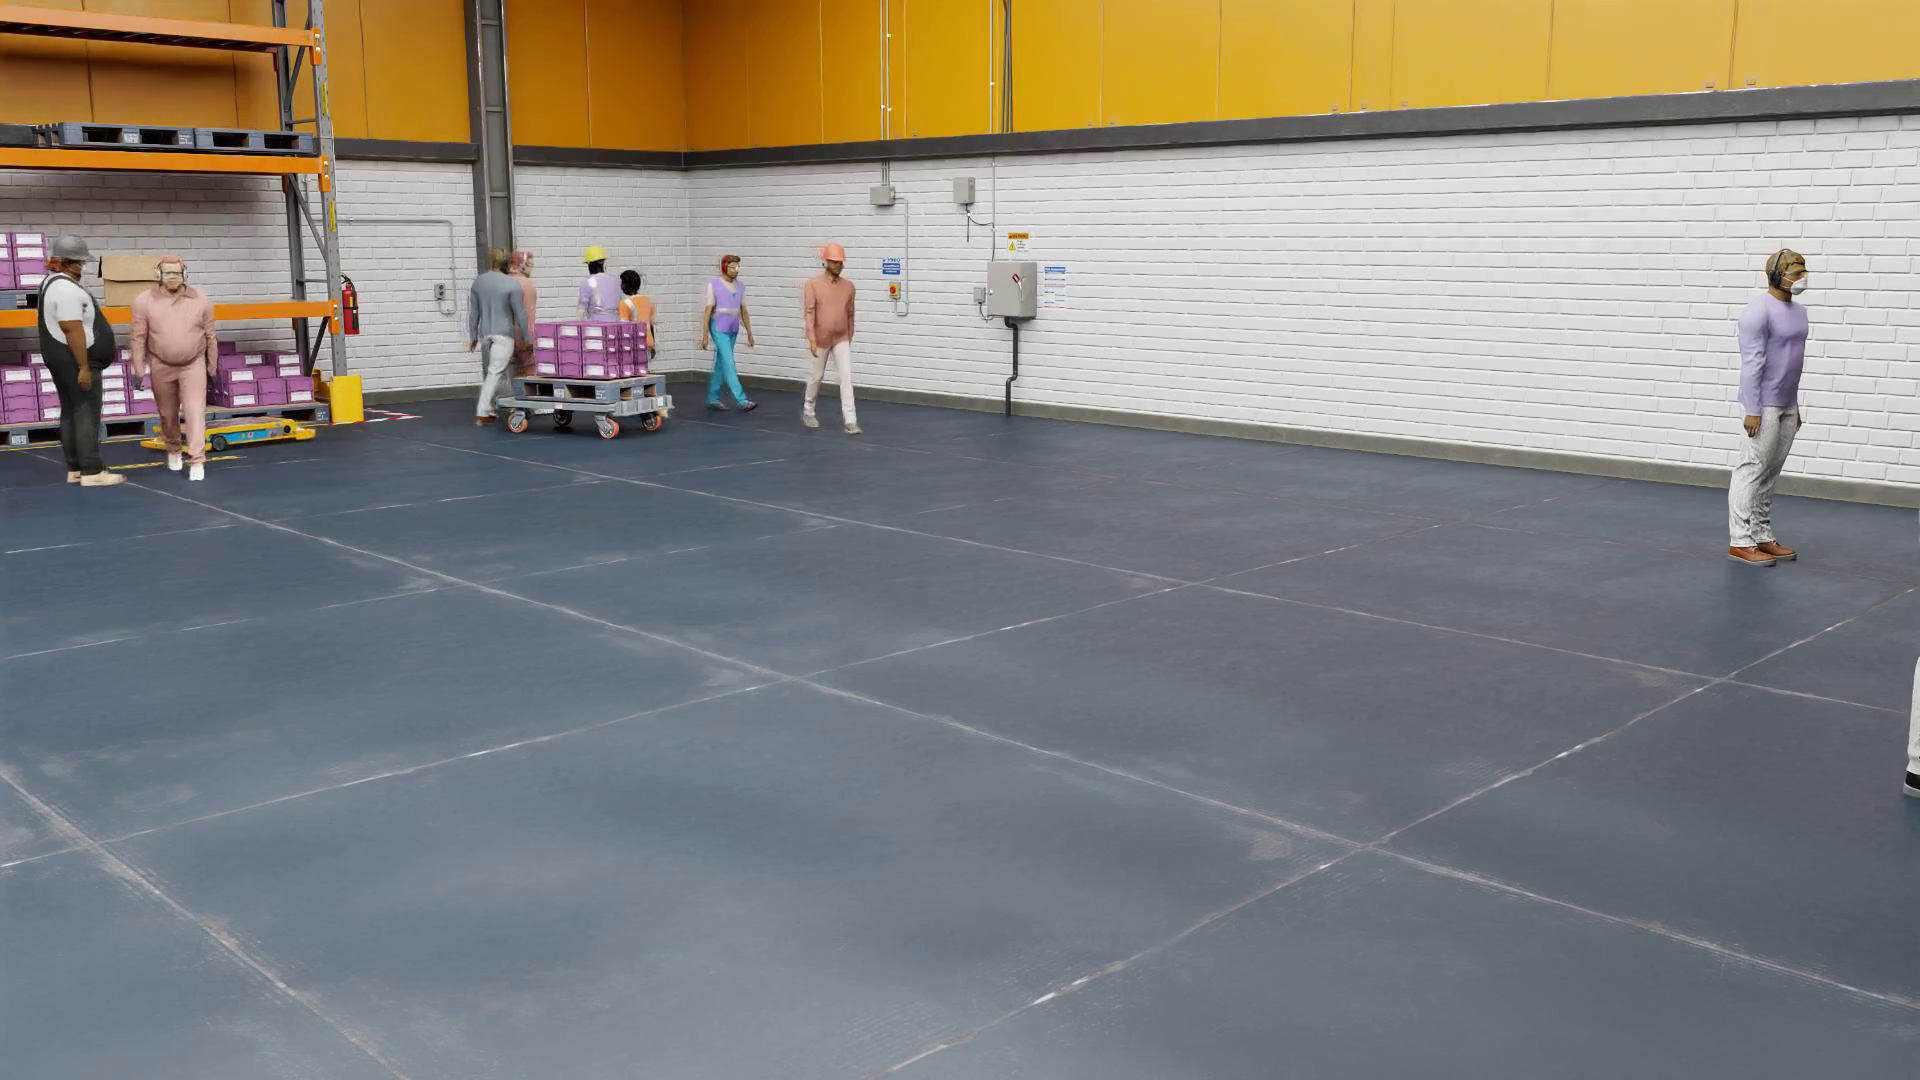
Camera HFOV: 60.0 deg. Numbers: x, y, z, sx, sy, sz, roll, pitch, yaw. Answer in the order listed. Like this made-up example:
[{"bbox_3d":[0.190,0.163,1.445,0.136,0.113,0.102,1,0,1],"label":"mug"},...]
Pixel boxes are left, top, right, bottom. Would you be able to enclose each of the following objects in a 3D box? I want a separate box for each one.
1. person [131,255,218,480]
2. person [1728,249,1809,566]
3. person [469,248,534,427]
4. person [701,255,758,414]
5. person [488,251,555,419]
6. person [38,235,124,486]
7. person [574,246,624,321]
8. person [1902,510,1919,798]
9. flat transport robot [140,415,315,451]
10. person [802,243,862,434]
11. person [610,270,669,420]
[{"bbox_3d":[-6.622,-1.466,14.057,0.651,1.873,0.981,-5,11,-24],"label":"person"},{"bbox_3d":[5.018,-0.818,10.285,0.629,1.940,0.372,-9,14,-40],"label":"person"},{"bbox_3d":[-4.910,-2.171,17.817,0.646,1.878,1.007,5,12,27],"label":"person"},{"bbox_3d":[-2.595,-2.337,18.945,0.952,1.791,0.607,7,12,32],"label":"person"},{"bbox_3d":[-4.919,-2.258,18.415,0.692,1.848,0.939,5,12,28],"label":"person"},{"bbox_3d":[-7.158,-1.464,13.526,0.535,2.000,0.706,-9,14,-41],"label":"person"},{"bbox_3d":[-4.230,-2.428,19.188,0.898,1.886,0.596,7,12,32],"label":"person"},{"bbox_3d":[3.648,0.034,5.933,0.403,1.827,0.599,10,14,43],"label":"person"},{"bbox_3d":[-7.031,-1.032,16.003,0.652,0.197,1.431,7,12,33],"label":"flat transport robot"},{"bbox_3d":[-1.362,-2.089,17.245,0.606,1.954,1.035,-5,12,-26],"label":"person"},{"bbox_3d":[-3.507,-2.112,18.142,0.880,1.652,0.537,5,12,26],"label":"person"}]
